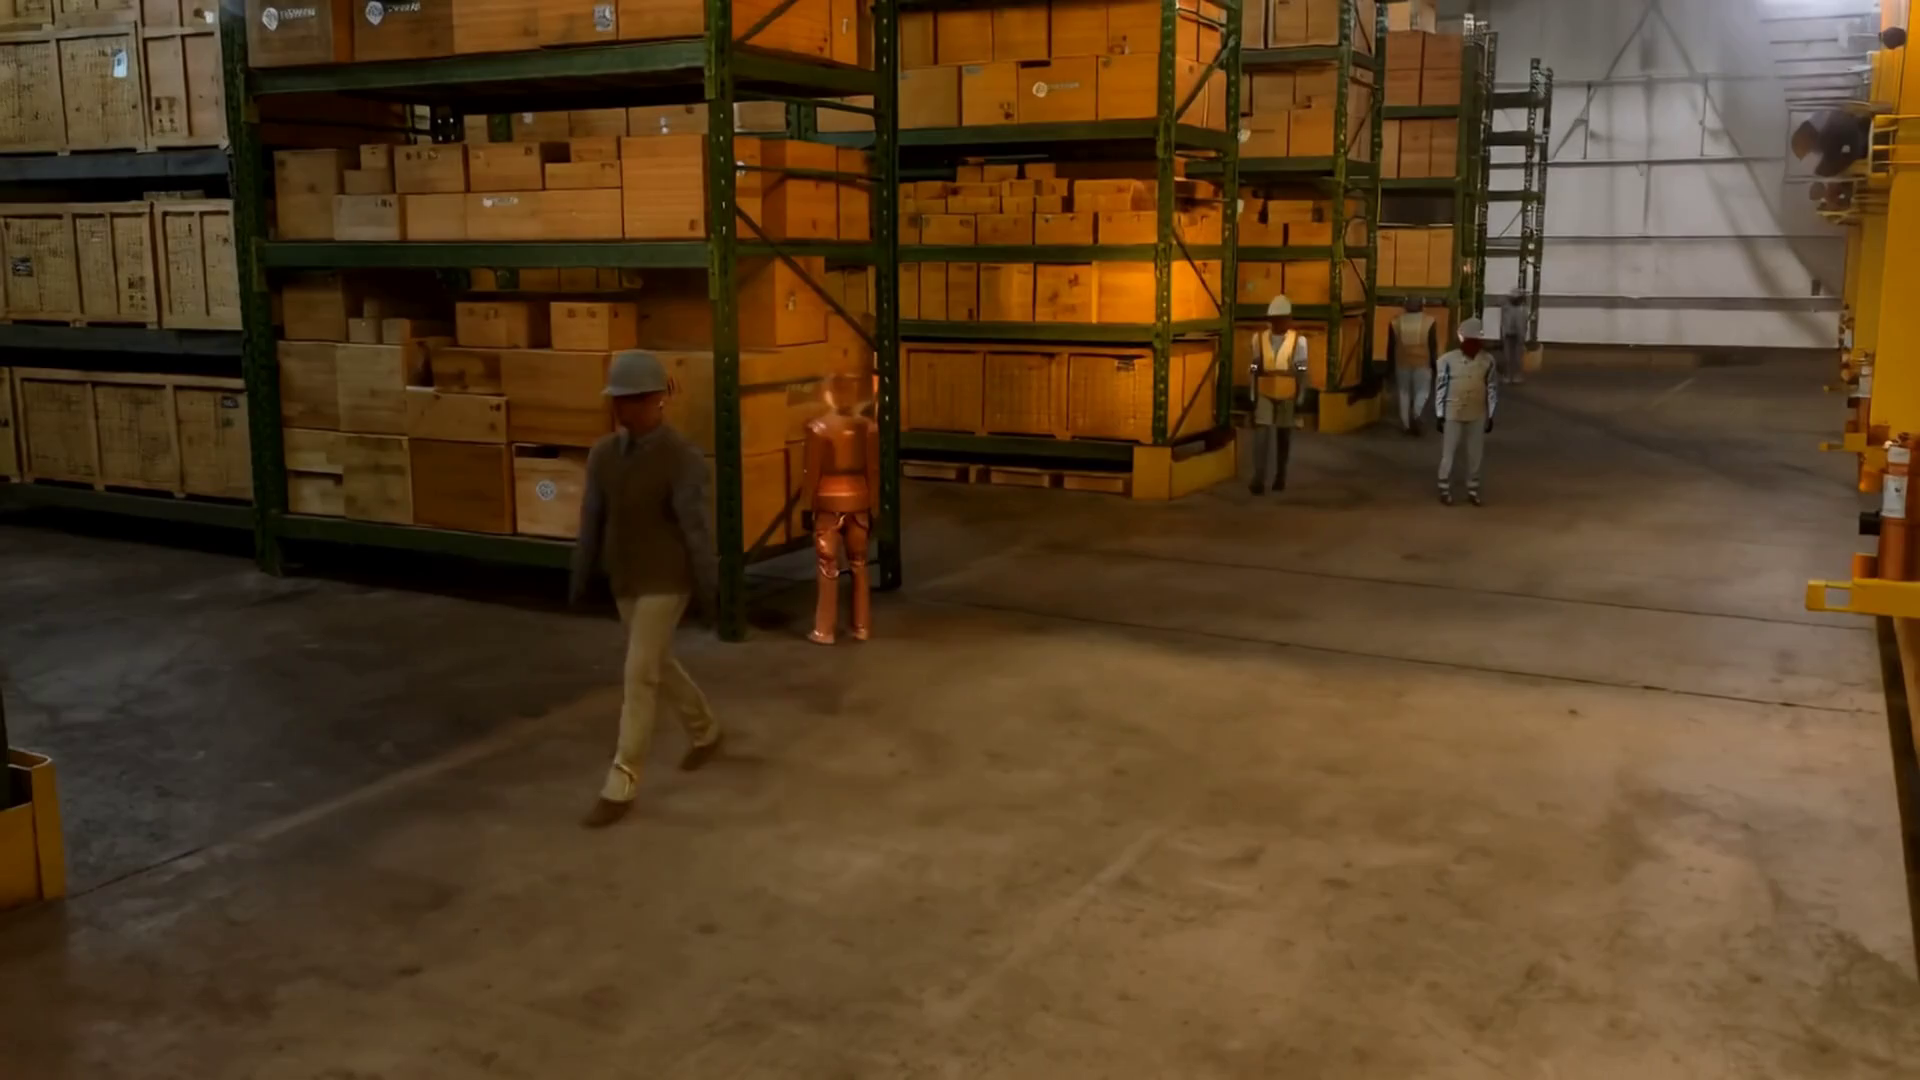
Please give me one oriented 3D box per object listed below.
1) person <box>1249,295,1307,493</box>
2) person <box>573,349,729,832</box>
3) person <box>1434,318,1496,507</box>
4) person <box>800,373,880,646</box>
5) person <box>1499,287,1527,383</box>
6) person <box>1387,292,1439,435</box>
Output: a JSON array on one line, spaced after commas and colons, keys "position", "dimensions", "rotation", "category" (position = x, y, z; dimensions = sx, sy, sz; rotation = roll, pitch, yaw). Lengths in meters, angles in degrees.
[{"position": [3.040, -1.388, 16.066], "dimensions": [0.571, 1.913, 0.780], "rotation": [4, 11, 22], "category": "person"}, {"position": [-1.309, 0.160, 7.036], "dimensions": [0.638, 1.948, 1.030], "rotation": [6, 11, 31], "category": "person"}, {"position": [4.646, -1.165, 15.275], "dimensions": [0.567, 1.744, 0.349], "rotation": [-1, 10, -4], "category": "person"}, {"position": [-0.705, -0.181, 9.909], "dimensions": [0.524, 1.631, 0.315], "rotation": [-6, 12, -33], "category": "person"}, {"position": [9.945, -3.684, 29.935], "dimensions": [0.494, 1.725, 0.583], "rotation": [2, 10, 9], "category": "person"}, {"position": [5.812, -2.259, 21.366], "dimensions": [0.665, 1.826, 0.459], "rotation": [5, 11, 26], "category": "person"}]
